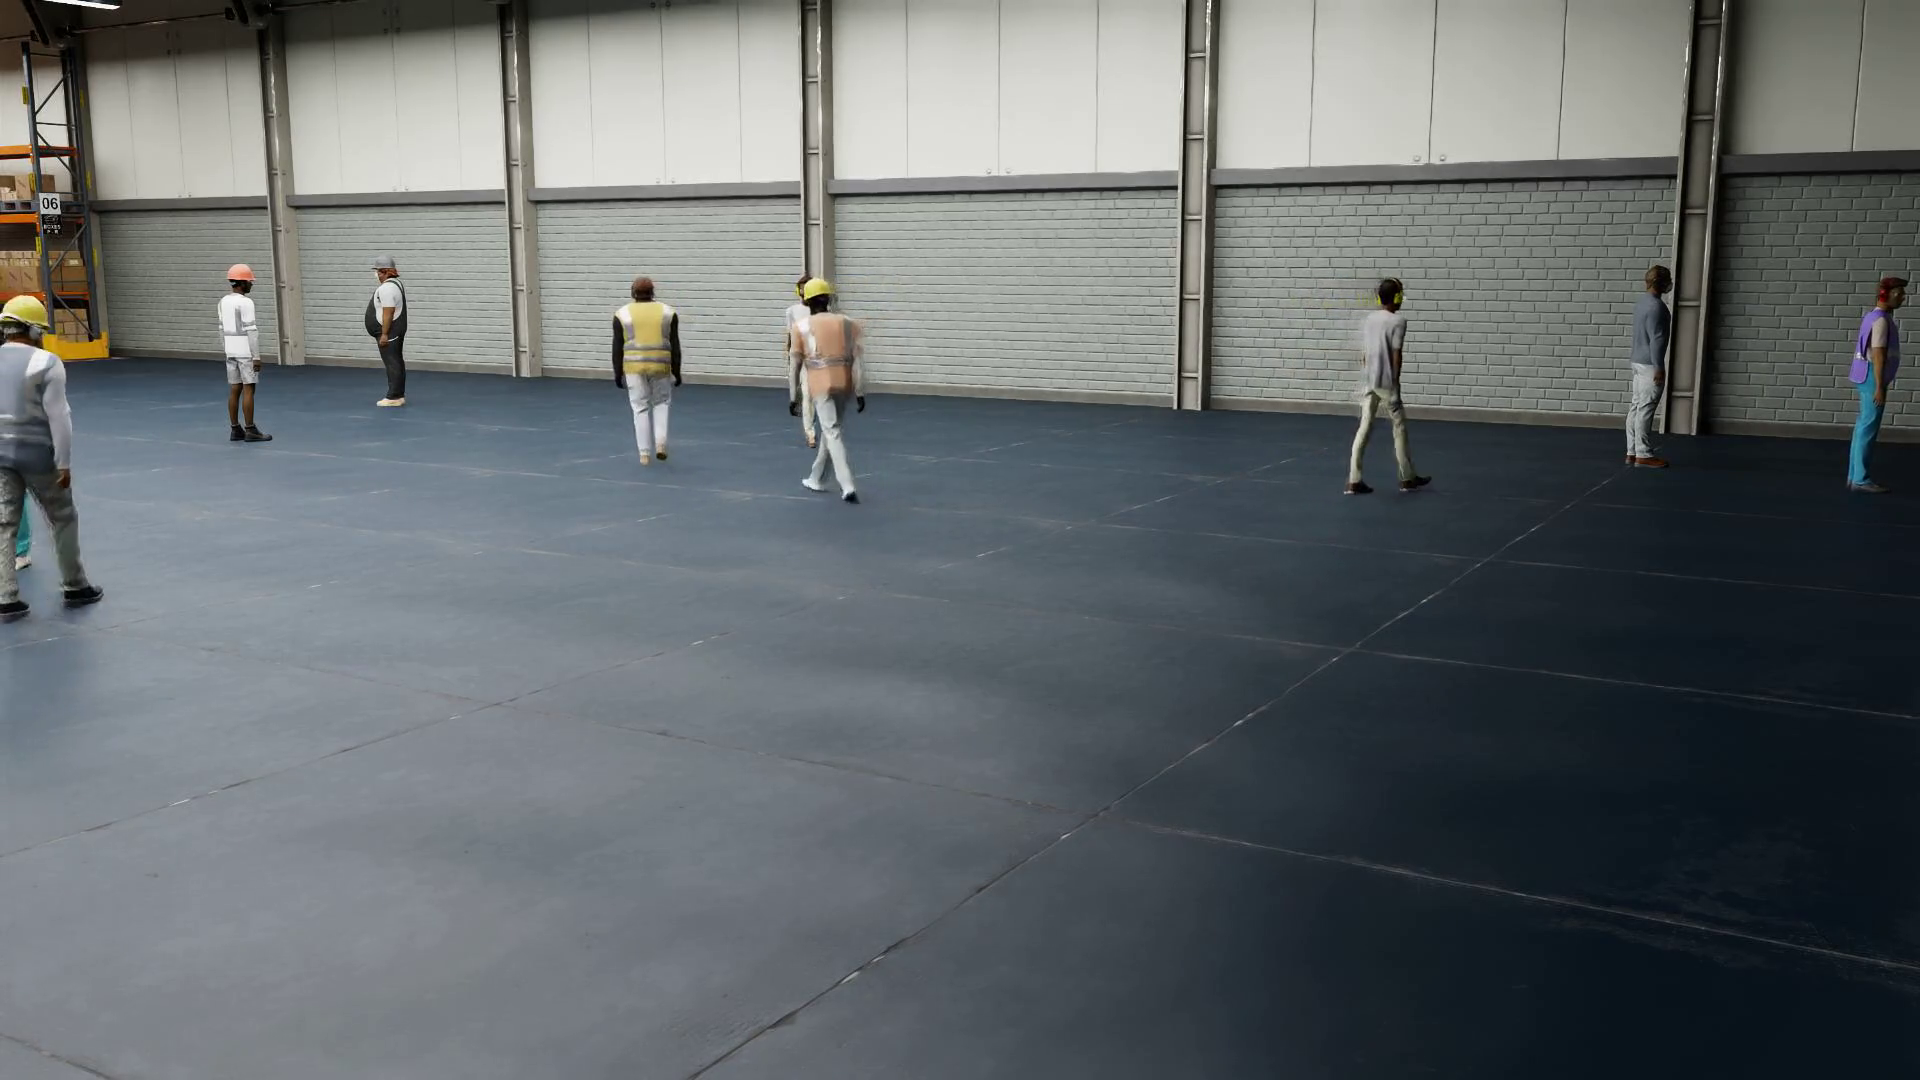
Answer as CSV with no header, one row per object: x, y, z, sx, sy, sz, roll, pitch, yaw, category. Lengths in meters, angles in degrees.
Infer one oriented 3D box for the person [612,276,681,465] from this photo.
-3.052,-1.645,16.192,0.659,1.827,0.480,-3,10,-16,person

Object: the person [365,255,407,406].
-7.774,-2.833,22.526,0.537,2.000,0.682,-1,10,-6,person

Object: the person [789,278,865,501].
-1.100,-1.261,13.939,0.595,1.842,1.066,-5,11,-28,person

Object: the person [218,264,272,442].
-7.822,-2.039,18.182,0.551,1.935,0.375,6,12,32,person

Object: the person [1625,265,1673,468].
6.643,-1.667,16.000,0.372,1.940,0.632,1,10,7,person

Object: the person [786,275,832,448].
-1.594,-1.928,17.864,0.536,1.833,0.940,-3,10,-15,person

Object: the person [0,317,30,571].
-6.168,-0.665,10.637,0.566,1.754,0.440,0,10,2,person

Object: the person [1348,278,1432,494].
3.679,-1.311,14.237,0.918,1.825,0.542,-6,11,-32,person

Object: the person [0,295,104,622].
-5.253,-0.474,9.421,0.627,1.787,0.788,1,10,3,person

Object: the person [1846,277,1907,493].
7.865,-1.333,14.321,0.381,1.841,0.566,4,11,23,person
